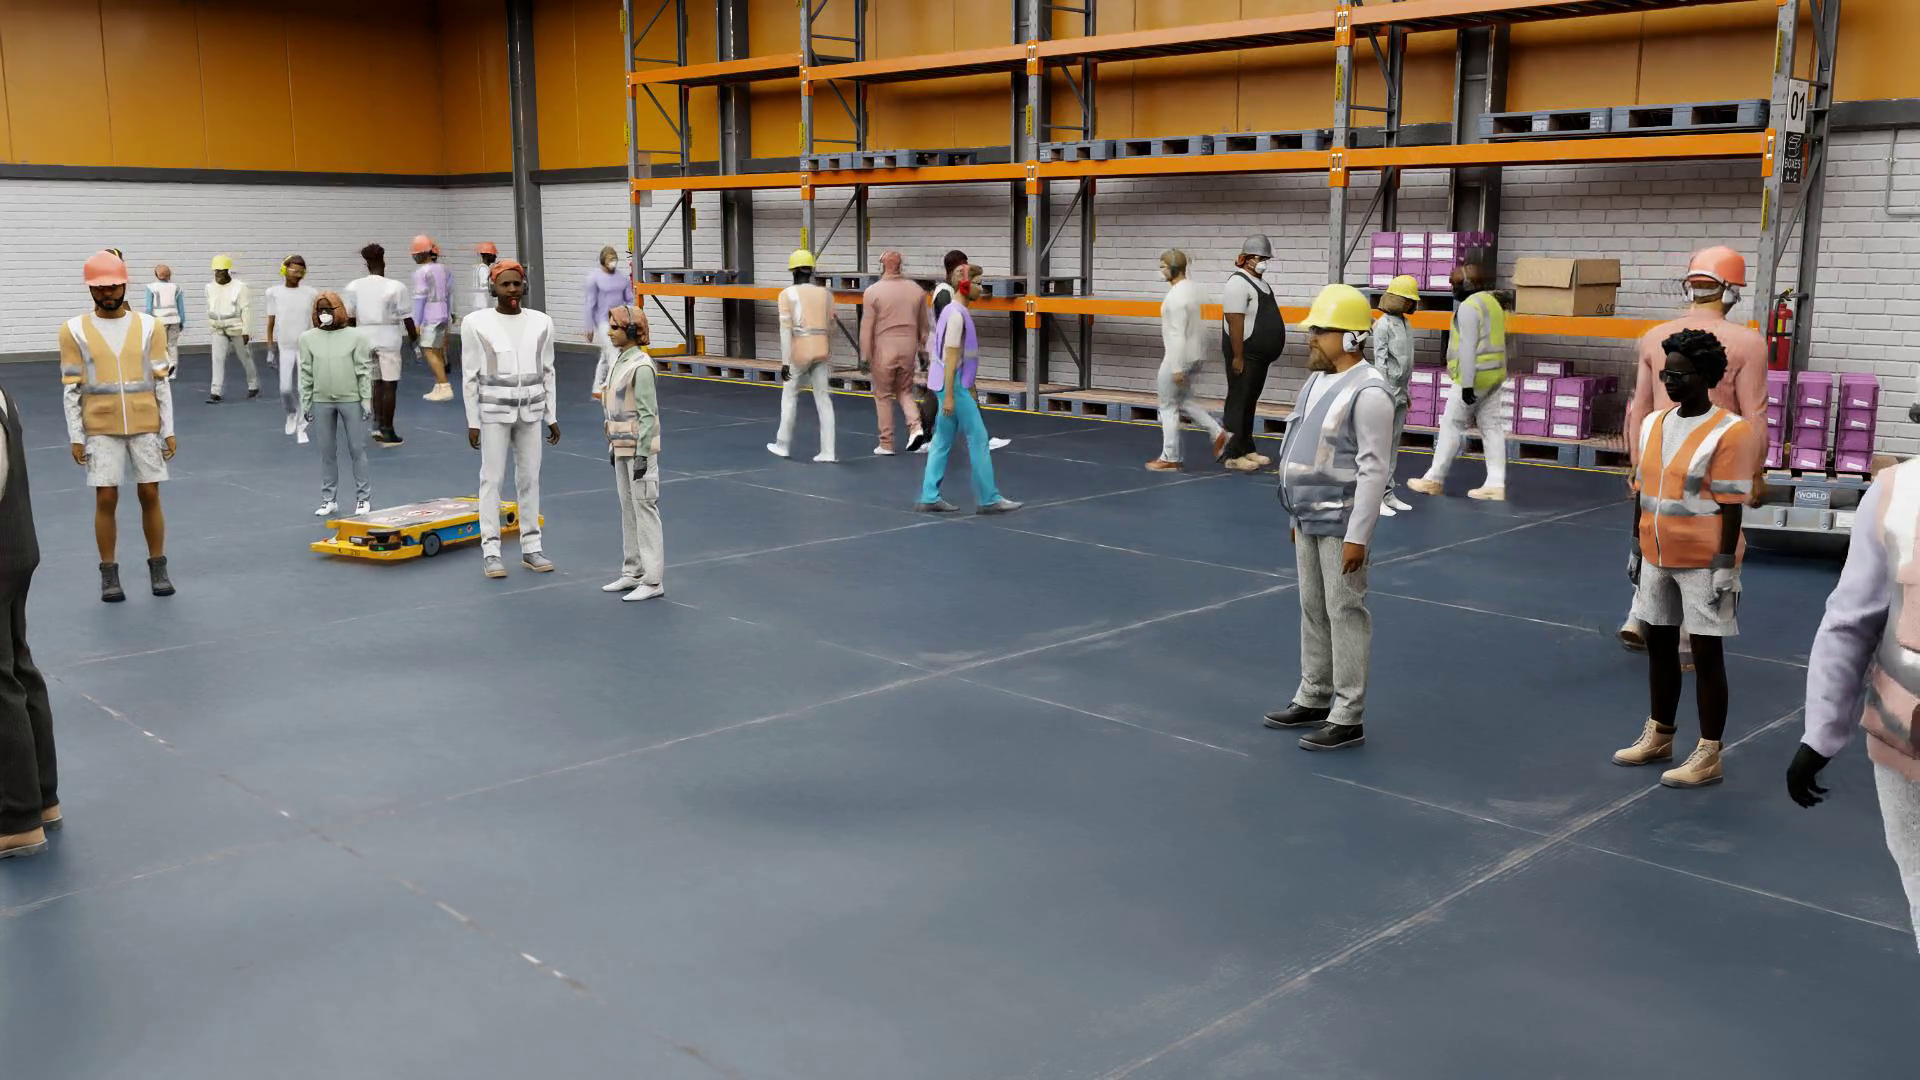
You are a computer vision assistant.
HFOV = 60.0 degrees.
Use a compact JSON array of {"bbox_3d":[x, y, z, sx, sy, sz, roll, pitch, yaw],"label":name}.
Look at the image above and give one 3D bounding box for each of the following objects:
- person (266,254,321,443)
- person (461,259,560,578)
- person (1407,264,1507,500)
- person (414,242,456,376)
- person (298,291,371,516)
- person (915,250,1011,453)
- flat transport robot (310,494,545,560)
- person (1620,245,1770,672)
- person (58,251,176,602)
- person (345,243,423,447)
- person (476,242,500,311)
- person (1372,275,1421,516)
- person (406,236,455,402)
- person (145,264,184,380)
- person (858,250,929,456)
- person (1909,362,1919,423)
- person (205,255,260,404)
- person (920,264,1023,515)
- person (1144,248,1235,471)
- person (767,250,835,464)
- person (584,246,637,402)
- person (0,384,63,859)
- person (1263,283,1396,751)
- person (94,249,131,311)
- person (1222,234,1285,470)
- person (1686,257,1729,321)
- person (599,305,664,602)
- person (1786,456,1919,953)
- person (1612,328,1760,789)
[{"bbox_3d":[-6.514,-1.873,16.314,0.529,1.844,0.476,-4,11,-20],"label":"person"},{"bbox_3d":[-2.670,-0.724,9.927,0.575,1.882,0.360,-7,13,-35],"label":"person"},{"bbox_3d":[3.887,-1.214,12.834,0.863,1.792,0.647,9,14,41],"label":"person"},{"bbox_3d":[-7.535,-3.296,23.832,0.568,1.923,0.400,-9,14,-41],"label":"person"},{"bbox_3d":[-4.512,-0.983,12.038,0.499,1.627,0.272,-1,10,-6],"label":"person"},{"bbox_3d":[0.011,-1.716,15.356,0.957,1.876,0.595,3,11,16],"label":"person"},{"bbox_3d":[-3.462,-0.098,10.906,0.652,0.197,1.431,5,12,27],"label":"flat transport robot"},{"bbox_3d":[3.422,-0.360,7.696,0.424,1.976,0.624,-6,12,-31],"label":"person"},{"bbox_3d":[-4.666,-0.625,9.254,0.540,1.935,0.378,-7,12,-32],"label":"person"},{"bbox_3d":[-5.533,-1.872,16.011,0.655,1.937,0.512,2,11,11],"label":"person"},{"bbox_3d":[-7.134,-3.611,25.588,0.875,1.905,0.581,-2,11,-13],"label":"person"},{"bbox_3d":[3.171,-1.053,12.121,0.309,1.735,0.484,8,13,37],"label":"person"},{"bbox_3d":[-6.421,-2.686,20.332,0.553,2.017,0.684,2,11,11],"label":"person"},{"bbox_3d":[-11.113,-3.042,23.270,0.392,1.620,0.531,9,14,41],"label":"person"},{"bbox_3d":[-0.595,-1.710,15.293,0.686,1.886,0.465,-6,12,-32],"label":"person"},{"bbox_3d":[6.824,-0.961,11.238,0.679,1.874,0.647,-5,12,-25],"label":"person"},{"bbox_3d":[-8.909,-2.580,20.313,0.599,1.789,0.935,1,10,5],"label":"person"},{"bbox_3d":[0.089,-1.077,12.060,0.865,1.806,0.576,0,10,-2],"label":"person"},{"bbox_3d":[1.939,-1.511,14.128,0.670,1.916,0.651,4,11,21],"label":"person"},{"bbox_3d":[-1.423,-1.640,14.915,0.640,1.880,0.907,-8,13,-37],"label":"person"},{"bbox_3d":[-4.148,-2.558,19.917,1.014,1.886,0.649,8,13,37],"label":"person"},{"bbox_3d":[-3.184,0.123,5.409,0.325,1.843,0.516,-3,11,-14],"label":"person"},{"bbox_3d":[1.464,-0.090,6.595,0.404,1.836,0.590,-3,11,-14],"label":"person"},{"bbox_3d":[-9.796,-2.442,19.340,0.535,1.865,0.311,4,11,21],"label":"person"},{"bbox_3d":[2.565,-1.644,14.511,0.536,2.000,0.683,5,12,27],"label":"person"},{"bbox_3d":[5.557,-1.202,12.555,0.499,1.866,0.596,8,13,37],"label":"person"},{"bbox_3d":[-1.823,-0.484,9.277,0.307,1.641,0.513,-6,12,-30],"label":"person"},{"bbox_3d":[2.108,0.490,3.512,0.897,1.802,0.626,-8,13,-38],"label":"person"},{"bbox_3d":[2.679,0.065,6.152,0.321,1.689,0.530,-4,11,-22],"label":"person"}]
